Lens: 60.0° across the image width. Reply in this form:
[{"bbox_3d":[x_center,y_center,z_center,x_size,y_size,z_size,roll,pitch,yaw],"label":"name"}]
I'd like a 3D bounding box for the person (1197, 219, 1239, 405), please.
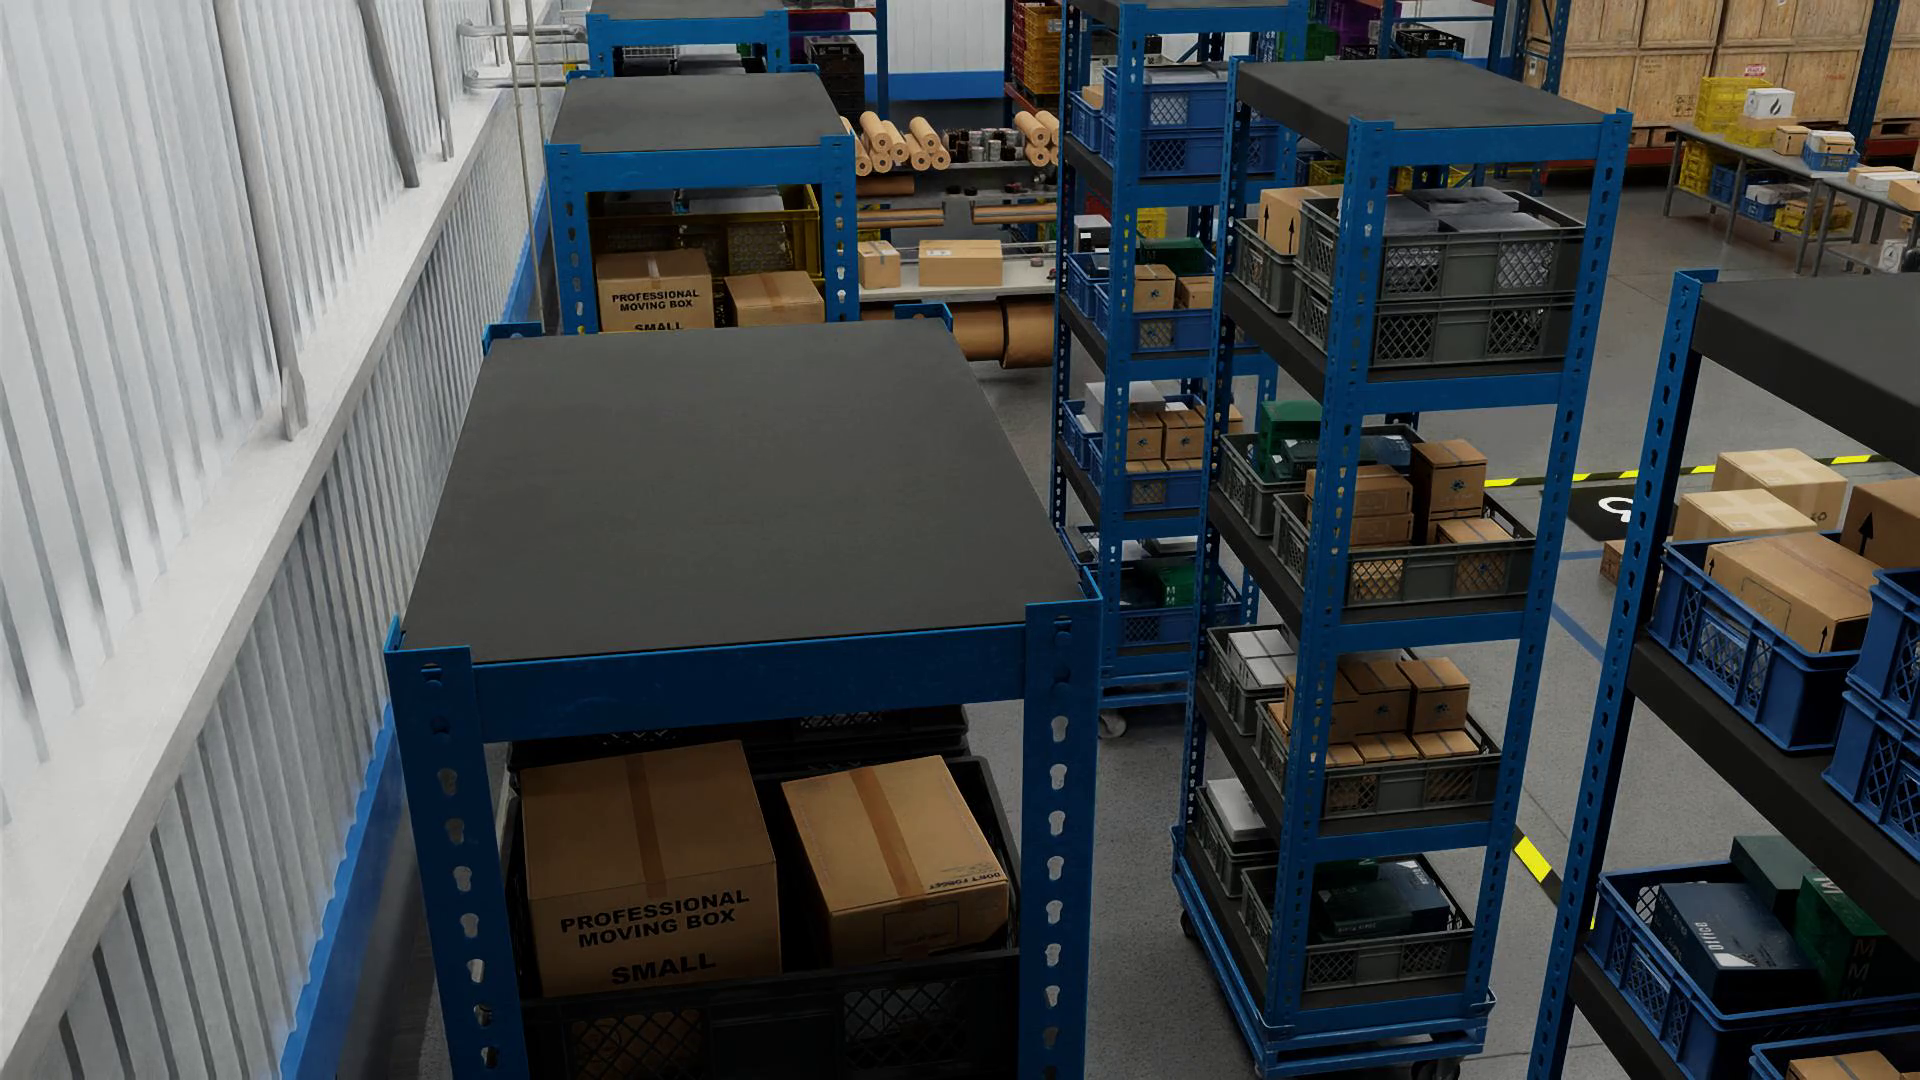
[{"bbox_3d":[1.694,-1.237,11.096,0.396,1.850,0.588,-3,25,-7],"label":"person"}]

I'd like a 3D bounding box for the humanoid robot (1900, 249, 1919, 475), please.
[{"bbox_3d":[6.618,-1.191,11.214,0.533,1.769,1.039,1,25,1],"label":"humanoid robot"}]
